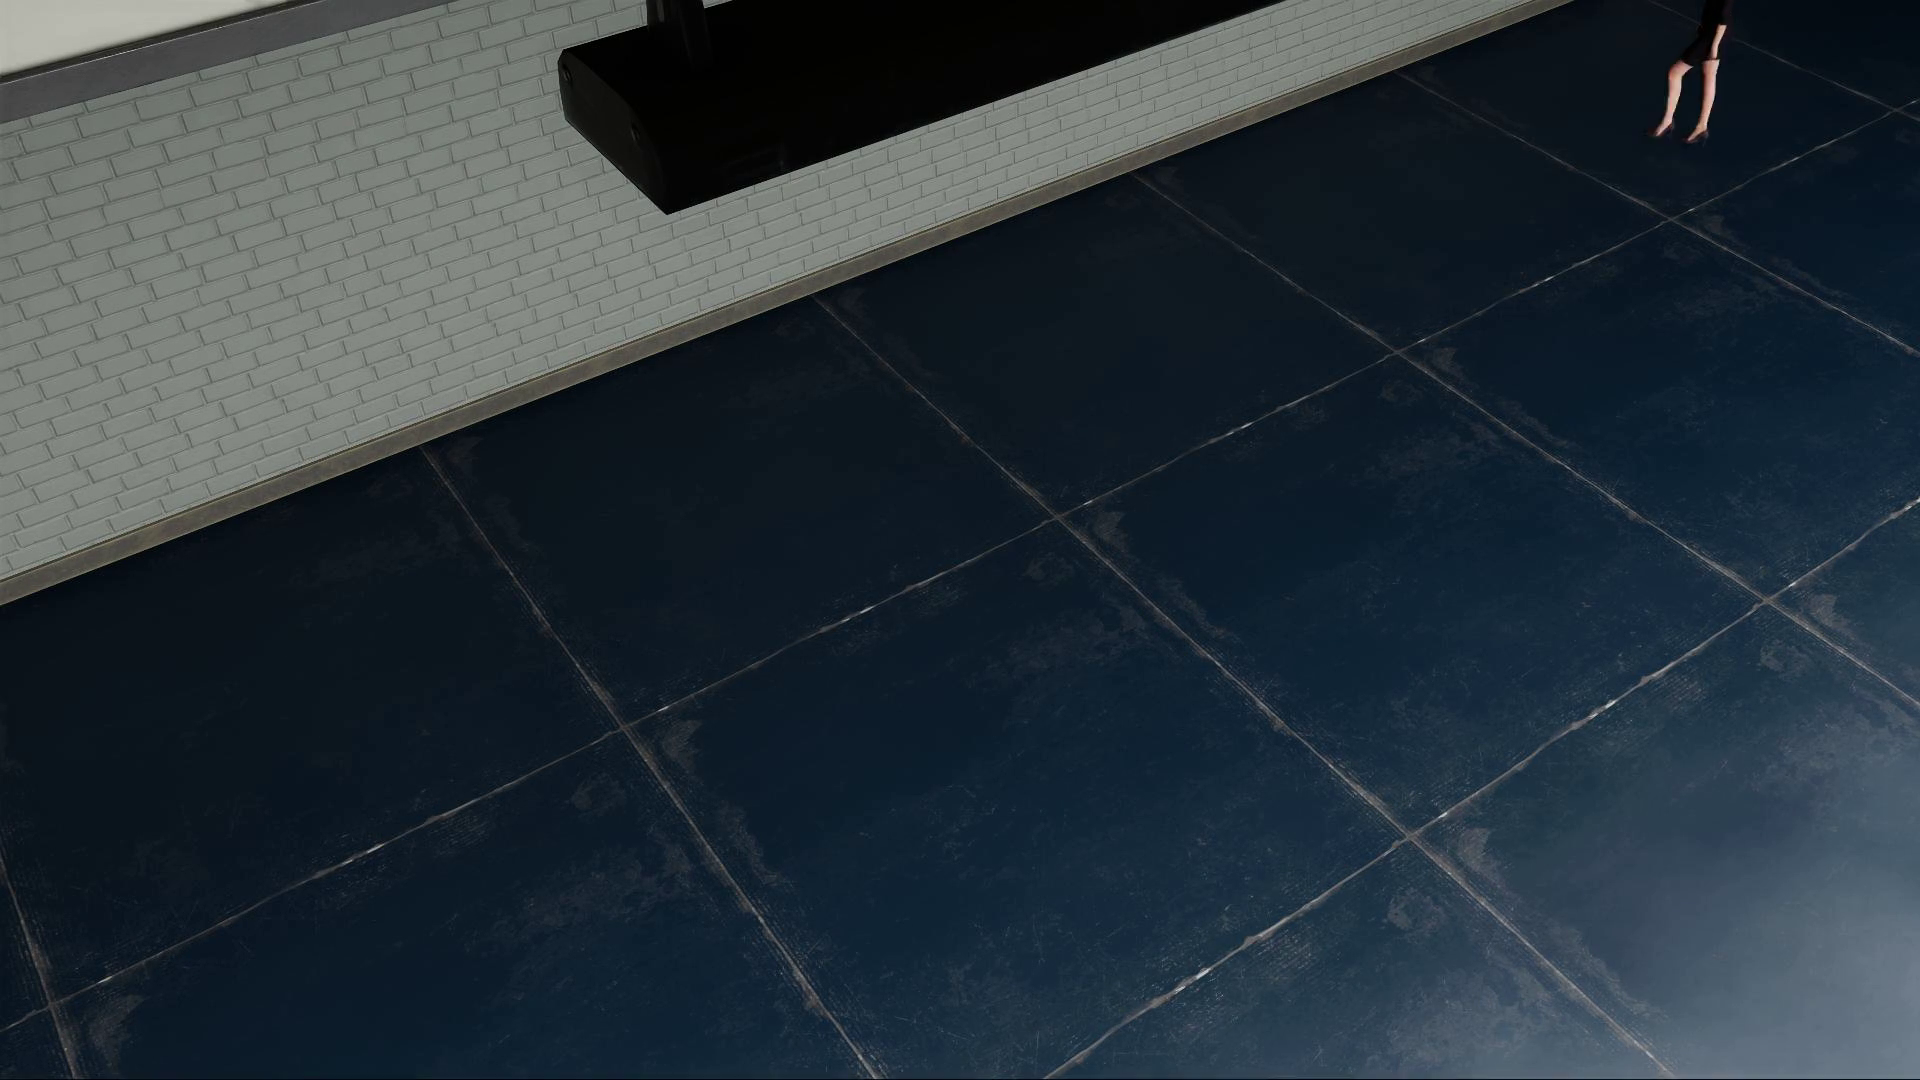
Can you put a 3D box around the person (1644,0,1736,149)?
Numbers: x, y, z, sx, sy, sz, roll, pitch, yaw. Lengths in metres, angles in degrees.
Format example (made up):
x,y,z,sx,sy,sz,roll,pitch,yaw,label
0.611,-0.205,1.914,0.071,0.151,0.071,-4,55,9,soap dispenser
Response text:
x,y,z,sx,sy,sz,roll,pitch,yaw,label
6.015,-3.909,13.121,0.822,1.781,0.747,24,48,23,person
